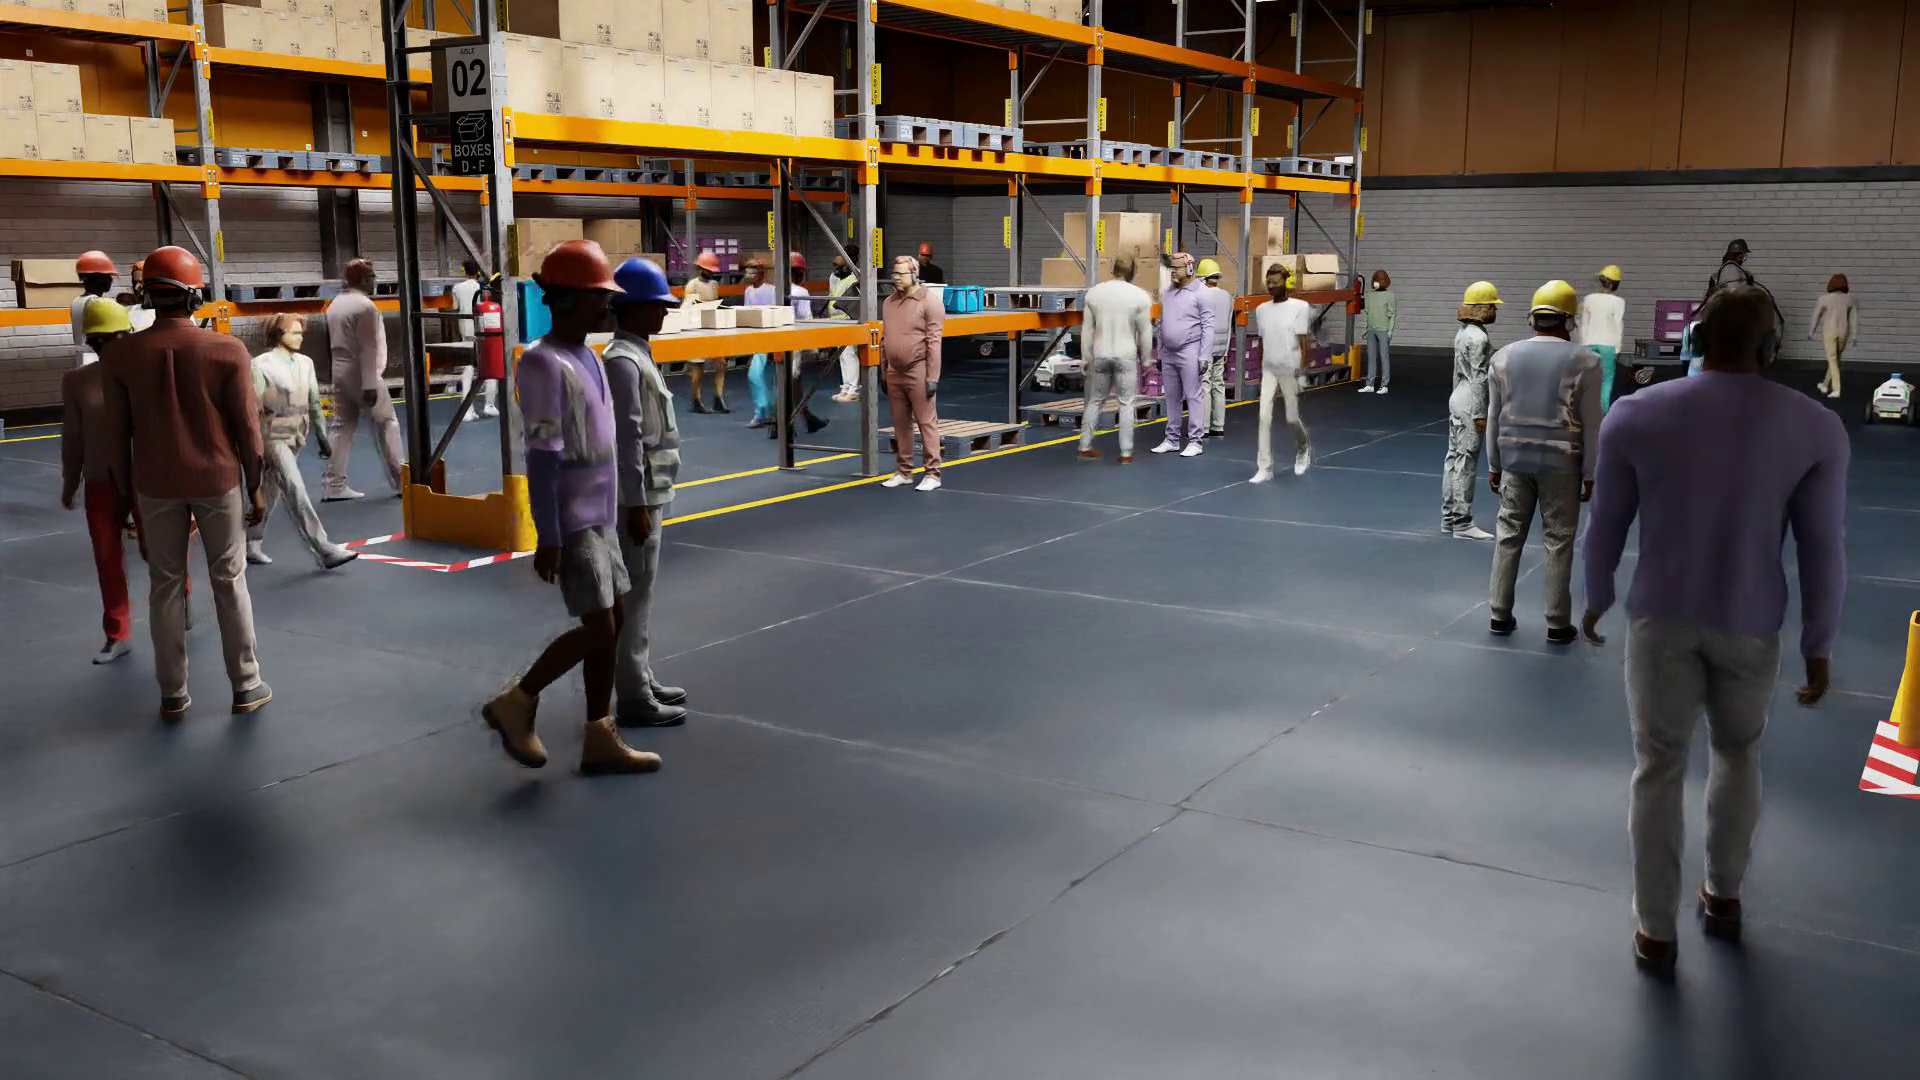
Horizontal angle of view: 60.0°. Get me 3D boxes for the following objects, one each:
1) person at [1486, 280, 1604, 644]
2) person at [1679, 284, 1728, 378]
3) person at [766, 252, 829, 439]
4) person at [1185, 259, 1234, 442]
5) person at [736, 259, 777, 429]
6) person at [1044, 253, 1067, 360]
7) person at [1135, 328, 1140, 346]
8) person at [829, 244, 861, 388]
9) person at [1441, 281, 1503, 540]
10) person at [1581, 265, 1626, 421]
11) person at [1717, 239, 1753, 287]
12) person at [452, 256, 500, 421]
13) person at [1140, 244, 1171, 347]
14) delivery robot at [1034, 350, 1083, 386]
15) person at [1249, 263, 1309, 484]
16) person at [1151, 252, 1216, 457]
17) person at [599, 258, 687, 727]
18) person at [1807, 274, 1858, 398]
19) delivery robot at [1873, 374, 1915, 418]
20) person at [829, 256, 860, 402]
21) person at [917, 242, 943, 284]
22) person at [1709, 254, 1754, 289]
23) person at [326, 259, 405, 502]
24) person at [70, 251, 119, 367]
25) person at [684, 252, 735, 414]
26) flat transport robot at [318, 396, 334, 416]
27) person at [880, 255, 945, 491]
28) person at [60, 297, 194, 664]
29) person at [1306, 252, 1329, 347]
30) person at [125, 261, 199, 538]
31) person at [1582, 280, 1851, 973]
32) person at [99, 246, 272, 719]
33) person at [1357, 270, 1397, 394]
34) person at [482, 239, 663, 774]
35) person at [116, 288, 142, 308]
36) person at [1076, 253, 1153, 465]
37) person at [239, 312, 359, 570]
[{"bbox_3d":[2.950,-0.392,8.418,0.591,1.823,0.405,9,13,39],"label":"person"},{"bbox_3d":[5.867,-1.152,13.006,0.548,1.677,0.580,8,13,37],"label":"person"},{"bbox_3d":[-1.641,-2.003,17.143,0.955,1.884,0.584,-10,14,-43],"label":"person"},{"bbox_3d":[2.491,-1.906,16.774,0.601,1.827,0.404,-10,14,-43],"label":"person"},{"bbox_3d":[-2.188,-2.113,17.955,0.670,1.811,0.623,-6,12,-31],"label":"person"},{"bbox_3d":[1.537,-3.387,24.906,0.880,1.855,0.608,7,13,35],"label":"person"},{"bbox_3d":[2.252,-2.909,22.170,0.572,1.875,0.970,3,11,18],"label":"person"},{"bbox_3d":[-1.483,-3.067,22.831,0.602,1.966,0.368,1,10,8],"label":"person"},{"bbox_3d":[3.500,-0.882,11.343,0.310,1.744,0.486,0,10,2],"label":"person"},{"bbox_3d":[7.031,-2.140,18.285,0.484,1.749,0.538,-7,12,-34],"label":"person"},{"bbox_3d":[11.106,-3.283,23.823,0.538,2.000,0.682,3,11,14],"label":"person"},{"bbox_3d":[-5.462,-2.289,18.844,0.567,1.843,0.740,1,10,6],"label":"person"},{"bbox_3d":[2.839,-3.202,23.465,0.813,2.018,0.572,-4,11,-20],"label":"person"},{"bbox_3d":[1.325,-2.290,22.175,0.477,0.478,0.707,10,14,44],"label":"delivery robot"},{"bbox_3d":[2.739,-1.412,14.030,0.533,1.844,0.812,7,12,33],"label":"person"},{"bbox_3d":[2.076,-1.736,15.621,0.403,1.906,0.652,-8,13,-38],"label":"person"},{"bbox_3d":[-1.347,-0.199,6.991,0.394,1.945,0.614,-1,10,-8],"label":"person"},{"bbox_3d":[11.315,-2.641,21.549,0.505,1.575,0.903,0,10,0],"label":"person"},{"bbox_3d":[10.276,-1.588,18.286,0.477,0.478,0.707,7,12,34],"label":"delivery robot"},{"bbox_3d":[-1.434,-2.652,20.917,0.431,1.831,0.628,-4,11,-20],"label":"person"},{"bbox_3d":[-0.580,-3.692,26.249,0.640,1.983,0.412,0,10,3],"label":"person"},{"bbox_3d":[11.836,-3.501,25.612,0.657,1.834,0.437,3,11,17],"label":"person"},{"bbox_3d":[-4.606,-1.250,13.027,0.670,1.865,0.904,9,14,41],"label":"person"},{"bbox_3d":[-6.647,-1.264,12.913,0.543,1.941,0.353,9,13,40],"label":"person"},{"bbox_3d":[-2.914,-2.372,19.207,0.658,1.883,0.598,8,13,37],"label":"person"},{"bbox_3d":[-7.750,-1.558,19.168,1.431,0.197,0.652,4,11,21],"label":"flat transport robot"},{"bbox_3d":[-0.422,-1.347,13.499,0.635,1.899,0.398,9,13,39],"label":"person"},{"bbox_3d":[-4.072,-0.305,8.120,0.546,1.753,0.607,0,10,-1],"label":"person"},{"bbox_3d":[5.285,-3.475,25.443,1.021,1.822,0.588,0,10,2],"label":"person"},{"bbox_3d":[-5.452,-0.944,11.303,0.576,1.882,0.355,1,10,5],"label":"person"},{"bbox_3d":[2.117,0.227,4.748,0.658,1.908,0.790,4,11,21],"label":"person"},{"bbox_3d":[-3.268,-0.235,7.055,0.611,1.996,0.379,-3,11,-15],"label":"person"},{"bbox_3d":[5.530,-2.751,21.997,0.281,1.634,0.499,-8,13,-36],"label":"person"},{"bbox_3d":[-1.450,-0.092,6.182,0.538,2.024,0.641,1,10,6],"label":"person"},{"bbox_3d":[-6.746,-1.236,13.594,0.548,1.624,0.479,1,10,6],"label":"person"},{"bbox_3d":[1.389,-1.613,15.007,0.713,1.905,0.398,5,11,24],"label":"person"},{"bbox_3d":[-4.141,-0.605,10.232,0.936,1.580,0.535,3,11,15],"label":"person"}]
